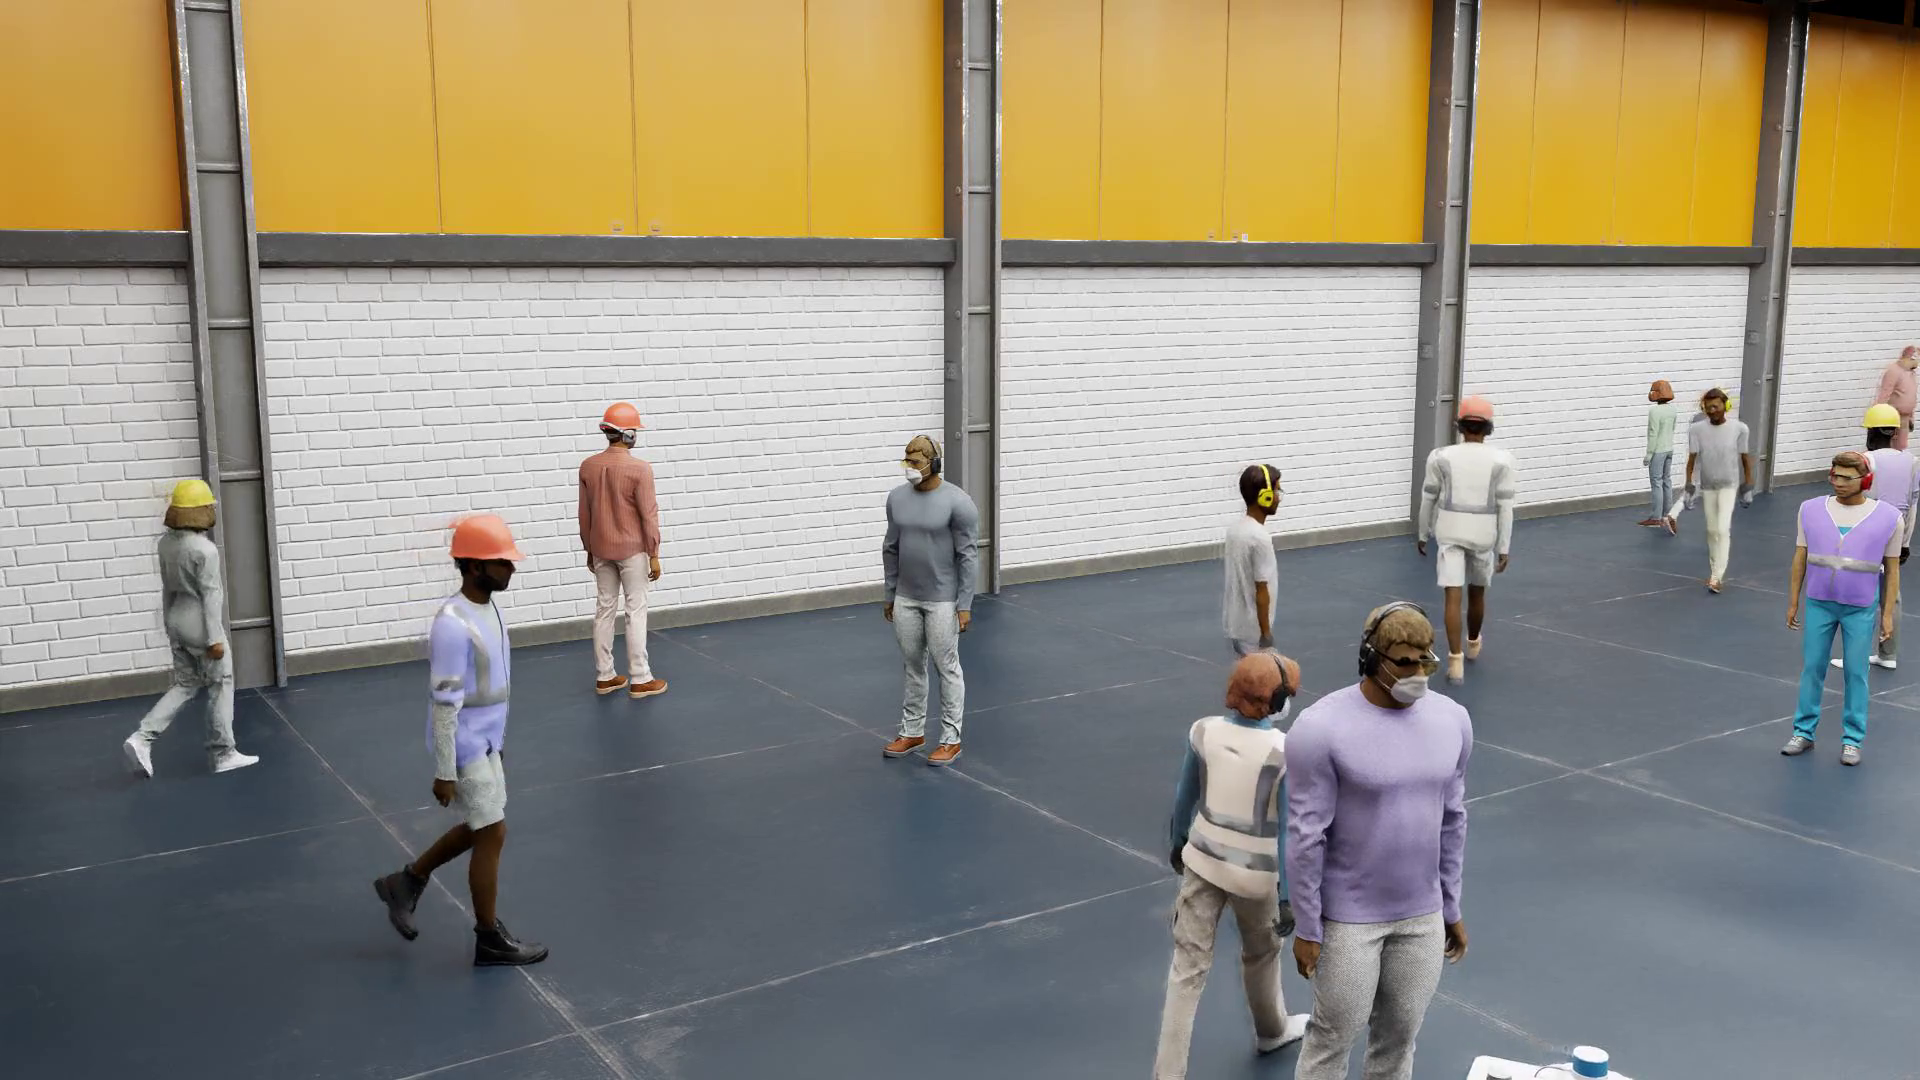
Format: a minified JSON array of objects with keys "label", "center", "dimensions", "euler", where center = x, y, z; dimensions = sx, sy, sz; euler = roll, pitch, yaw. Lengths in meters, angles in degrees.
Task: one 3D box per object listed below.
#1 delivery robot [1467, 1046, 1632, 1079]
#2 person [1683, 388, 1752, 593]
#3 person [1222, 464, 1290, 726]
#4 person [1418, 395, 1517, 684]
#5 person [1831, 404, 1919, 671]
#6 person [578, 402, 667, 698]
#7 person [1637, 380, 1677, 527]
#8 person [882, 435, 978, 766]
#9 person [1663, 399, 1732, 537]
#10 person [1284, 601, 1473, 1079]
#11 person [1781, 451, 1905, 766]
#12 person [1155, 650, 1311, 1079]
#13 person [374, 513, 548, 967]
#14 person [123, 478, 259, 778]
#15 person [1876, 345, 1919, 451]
[{"label":"delivery robot","center":[1.886,1.772,5.014],"dimensions":[0.707,0.478,0.477],"euler":[5,11,26]},{"label":"person","center":[6.747,-0.442,14.853],"dimensions":[0.532,1.814,0.834],"euler":[8,12,40]},{"label":"person","center":[1.561,0.518,8.940],"dimensions":[0.487,1.854,0.557],"euler":[-1,10,-9]},{"label":"person","center":[3.591,-0.028,11.818],"dimensions":[0.638,1.987,1.031],"euler":[3,10,16]},{"label":"person","center":[6.546,-0.012,11.922],"dimensions":[0.594,1.924,0.384],"euler":[-2,10,-13]},{"label":"person","center":[-2.275,0.067,11.244],"dimensions":[0.622,1.991,0.396],"euler":[5,11,26]},{"label":"person","center":[7.774,-0.960,18.510],"dimensions":[0.498,1.634,0.284],"euler":[-7,12,-38]},{"label":"person","center":[-0.187,0.347,9.721],"dimensions":[0.635,1.937,0.354],"euler":[6,11,34]},{"label":"person","center":[7.874,-0.806,17.656],"dimensions":[0.728,1.609,0.502],"euler":[-3,10,-16]},{"label":"person","center":[1.266,1.130,5.018],"dimensions":[0.630,1.937,0.373],"euler":[-4,10,-21]},{"label":"person","center":[5.173,0.390,9.752],"dimensions":[0.568,1.840,0.374],"euler":[8,12,40]},{"label":"person","center":[0.959,1.163,5.851],"dimensions":[0.613,1.578,0.872],"euler":[8,12,40]},{"label":"person","center":[-2.107,0.831,6.881],"dimensions":[0.689,1.919,0.550],"euler":[0,9,0]},{"label":"person","center":[-4.370,0.511,9.377],"dimensions":[0.494,1.720,0.677],"euler":[6,11,31]},{"label":"person","center":[12.097,-1.575,21.529],"dimensions":[0.801,1.874,0.409],"euler":[-6,11,-34]}]
